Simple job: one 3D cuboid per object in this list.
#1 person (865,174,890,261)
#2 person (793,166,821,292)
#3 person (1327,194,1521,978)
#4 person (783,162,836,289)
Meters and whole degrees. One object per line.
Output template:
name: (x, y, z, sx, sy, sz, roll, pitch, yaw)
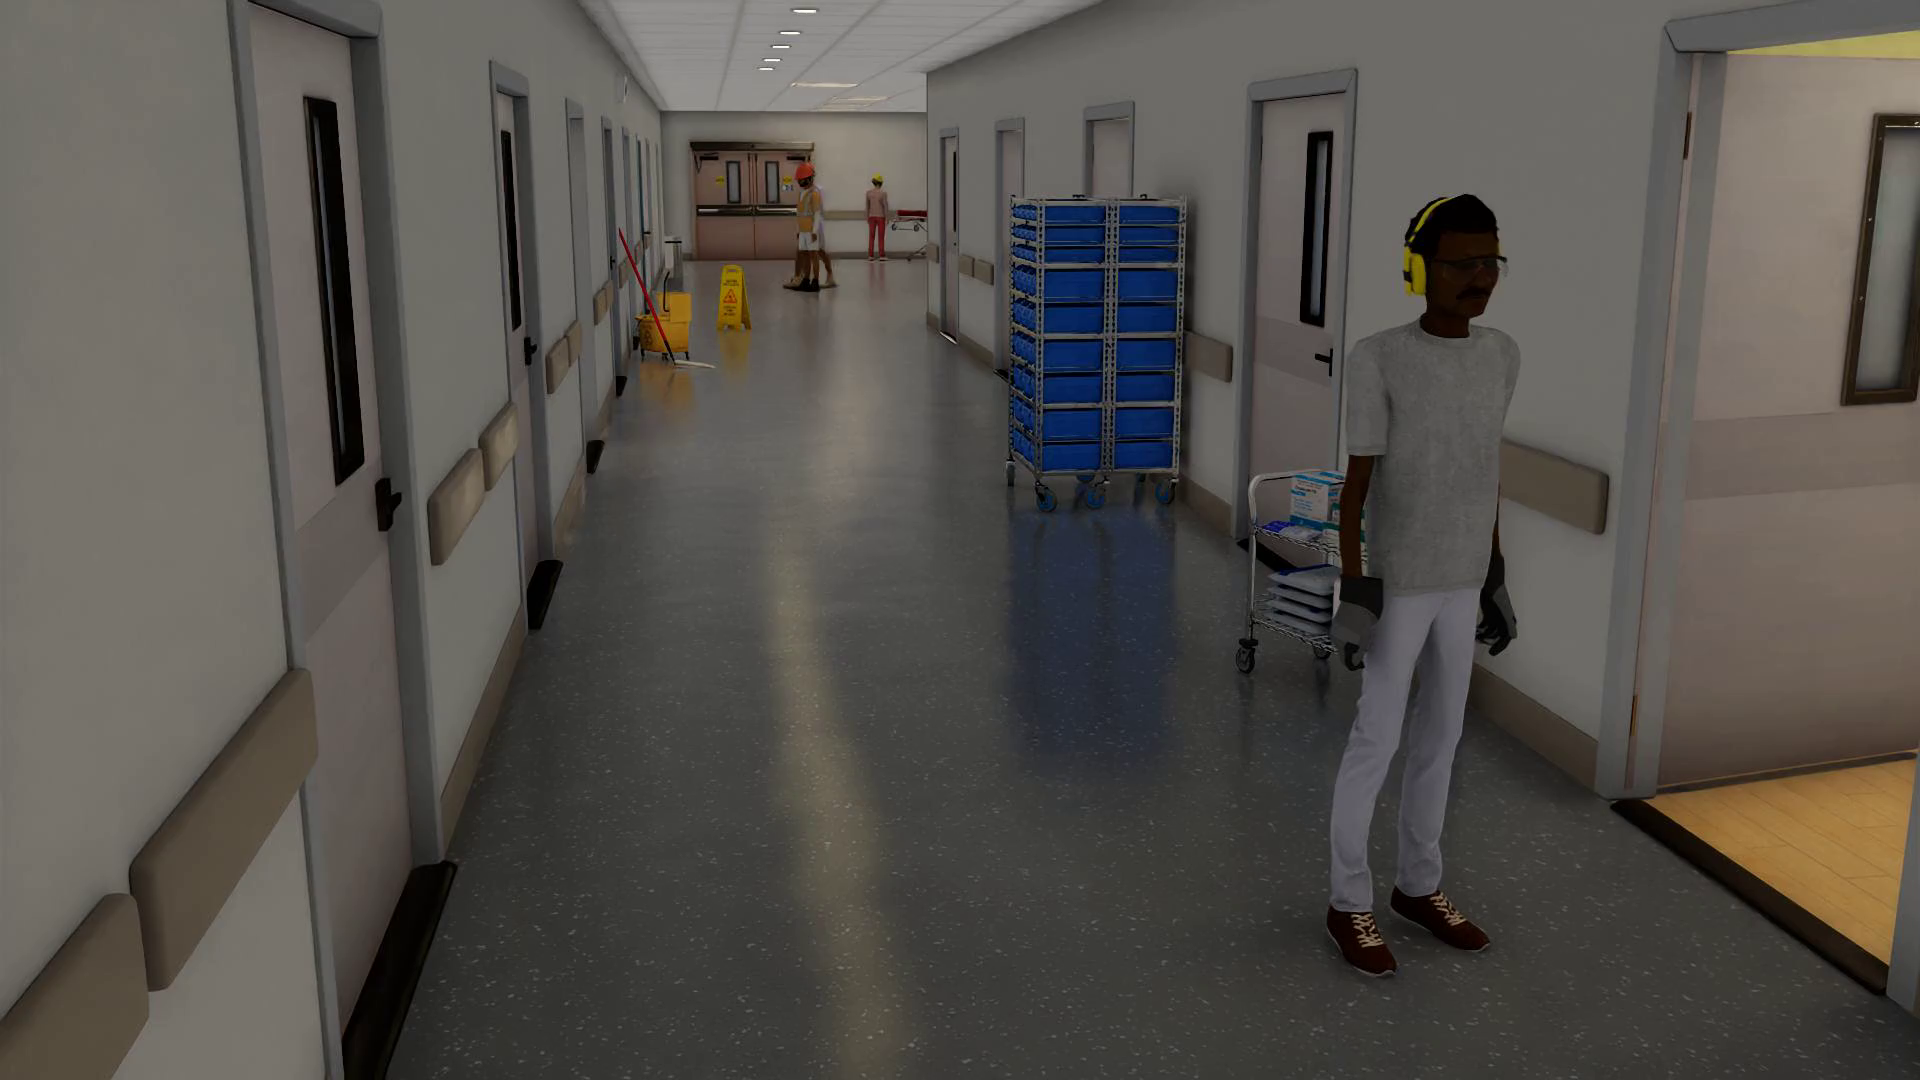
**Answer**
person: (-1.685, -6.603, 34.088, 0.533, 1.768, 0.310, 7, 14, 28)
person: (-2.380, -4.811, 25.769, 0.374, 1.927, 0.542, -9, 16, -36)
person: (1.129, 0.118, 4.012, 0.532, 1.868, 0.310, -6, 14, -25)
person: (-2.355, -4.965, 26.338, 0.976, 1.992, 0.605, -12, 17, -42)
